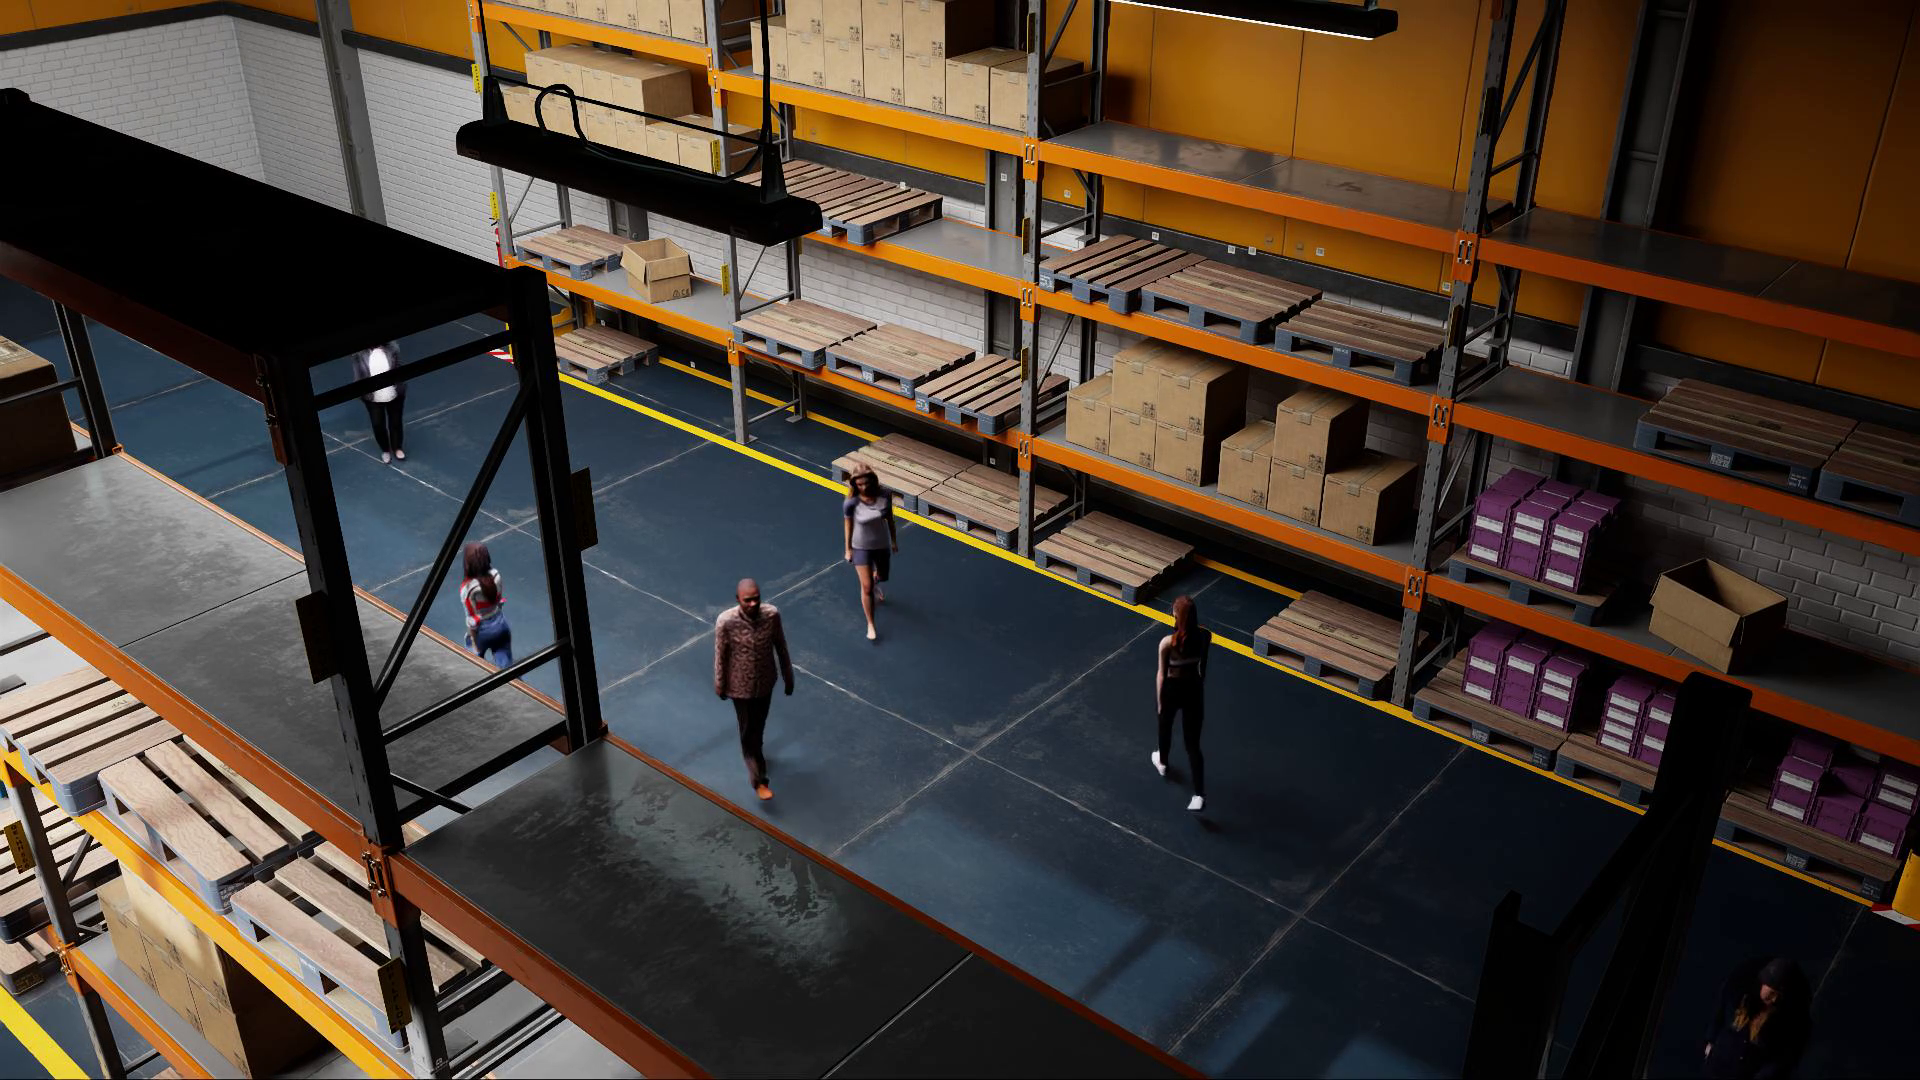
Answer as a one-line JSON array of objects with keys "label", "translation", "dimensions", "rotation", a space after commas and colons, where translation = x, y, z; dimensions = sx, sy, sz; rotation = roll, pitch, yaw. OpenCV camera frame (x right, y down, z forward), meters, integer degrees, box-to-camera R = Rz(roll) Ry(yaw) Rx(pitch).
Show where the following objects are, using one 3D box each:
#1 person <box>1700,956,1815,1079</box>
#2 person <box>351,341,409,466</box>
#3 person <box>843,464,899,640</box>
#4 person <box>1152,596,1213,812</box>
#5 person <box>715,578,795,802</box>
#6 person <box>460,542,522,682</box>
[{"label": "person", "translation": [4.486, 2.963, 9.383], "dimensions": [0.789, 1.650, 0.700], "rotation": [-16, 32, -27]}, {"label": "person", "translation": [-6.198, -1.609, 17.833], "dimensions": [0.787, 1.585, 0.786], "rotation": [-15, 32, -25]}, {"label": "person", "translation": [-0.803, 0.029, 14.721], "dimensions": [0.927, 1.688, 1.080], "rotation": [-12, 31, -22]}, {"label": "person", "translation": [1.710, 1.245, 12.476], "dimensions": [1.066, 1.704, 1.211], "rotation": [-6, 29, -10]}, {"label": "person", "translation": [-1.620, 1.042, 12.781], "dimensions": [1.003, 1.768, 1.237], "rotation": [-13, 31, -23]}, {"label": "person", "translation": [-3.756, 0.771, 13.466], "dimensions": [0.875, 1.589, 0.683], "rotation": [17, 33, 28]}]
